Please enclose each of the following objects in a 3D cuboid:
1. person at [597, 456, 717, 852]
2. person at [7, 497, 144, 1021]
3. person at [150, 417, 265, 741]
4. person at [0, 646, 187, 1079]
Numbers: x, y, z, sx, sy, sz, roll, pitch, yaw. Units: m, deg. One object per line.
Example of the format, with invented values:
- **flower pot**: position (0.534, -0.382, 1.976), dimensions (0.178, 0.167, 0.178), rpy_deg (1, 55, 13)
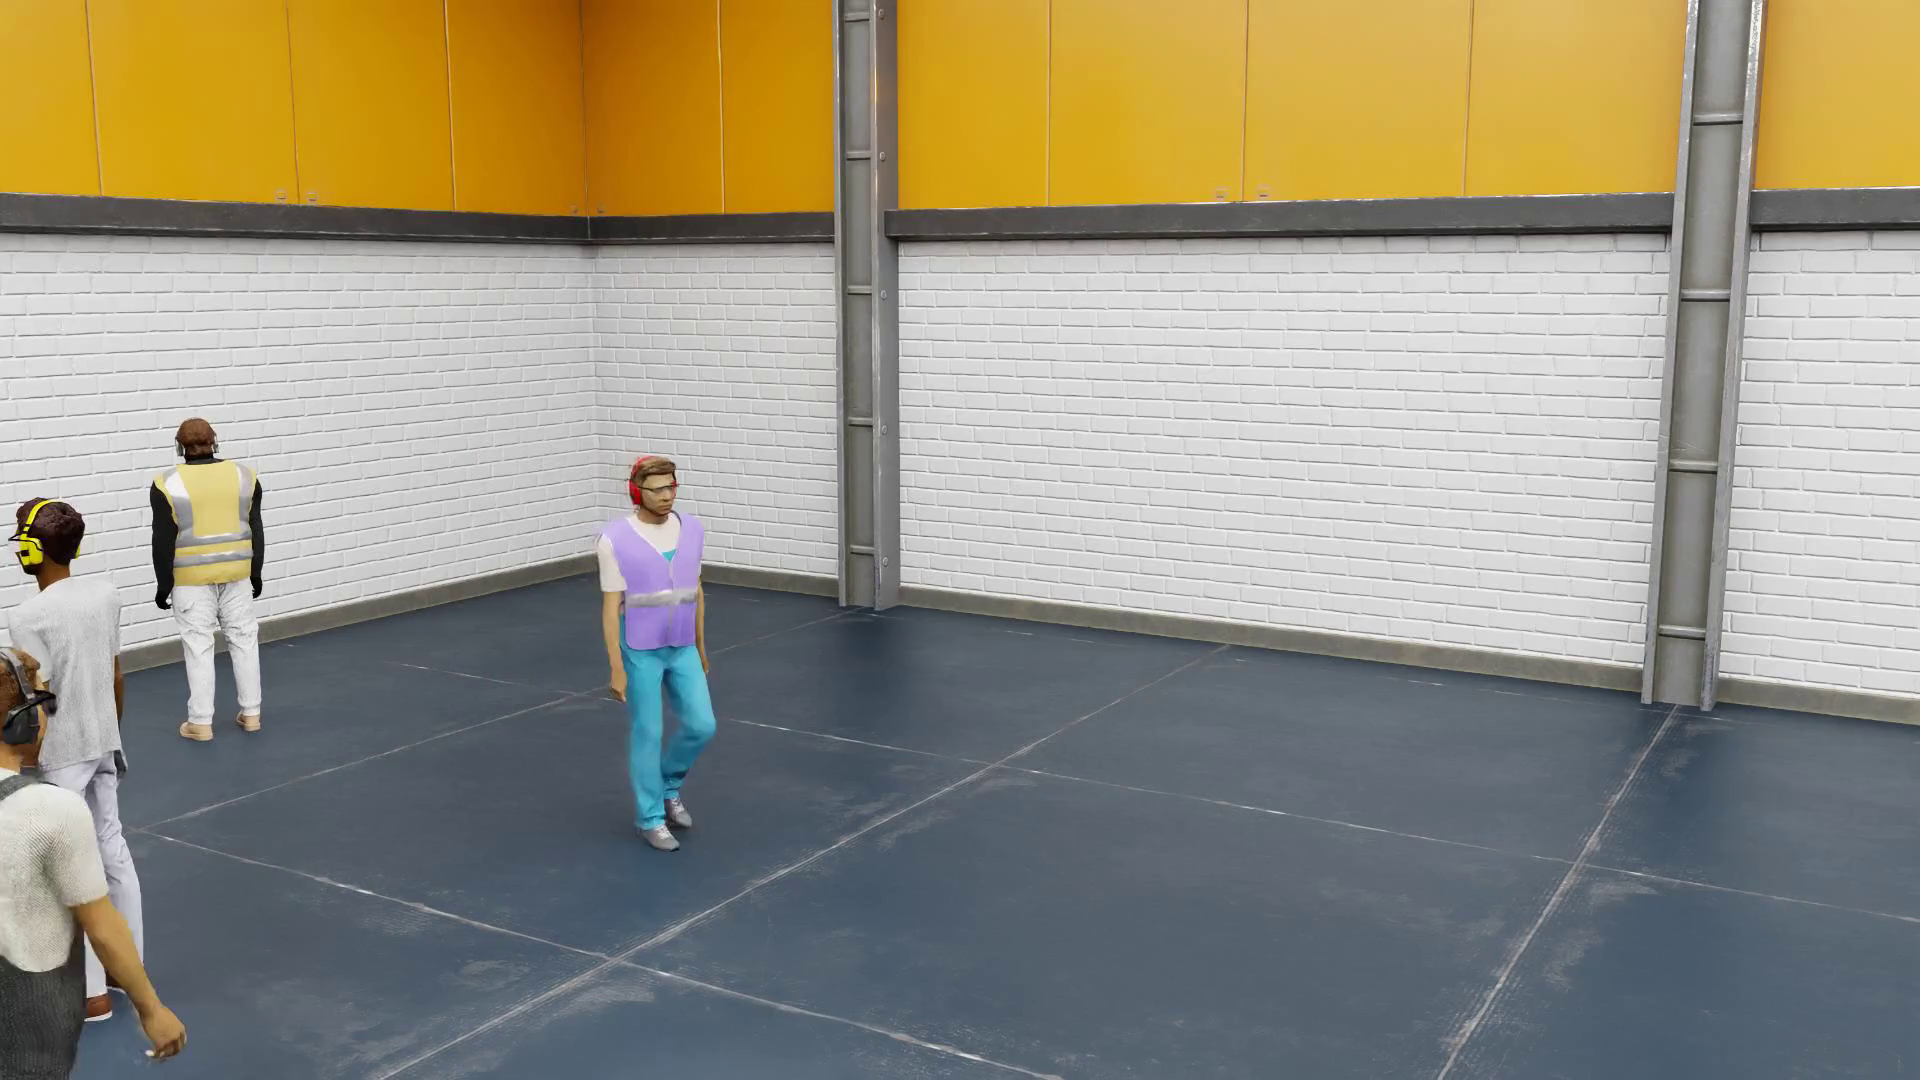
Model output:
- **person**: position (-1.391, 0.517, 7.646), dimensions (0.577, 1.829, 0.443), rpy_deg (-9, 13, -44)
- **person**: position (-3.161, 0.778, 5.893), dimensions (0.328, 1.873, 0.517), rpy_deg (2, 9, 10)
- **person**: position (-4.286, 0.220, 9.493), dimensions (0.619, 1.838, 0.430), rpy_deg (-9, 13, -44)
- **person**: position (-2.192, 1.136, 3.924), dimensions (0.532, 1.792, 0.986), rpy_deg (3, 10, 21)
